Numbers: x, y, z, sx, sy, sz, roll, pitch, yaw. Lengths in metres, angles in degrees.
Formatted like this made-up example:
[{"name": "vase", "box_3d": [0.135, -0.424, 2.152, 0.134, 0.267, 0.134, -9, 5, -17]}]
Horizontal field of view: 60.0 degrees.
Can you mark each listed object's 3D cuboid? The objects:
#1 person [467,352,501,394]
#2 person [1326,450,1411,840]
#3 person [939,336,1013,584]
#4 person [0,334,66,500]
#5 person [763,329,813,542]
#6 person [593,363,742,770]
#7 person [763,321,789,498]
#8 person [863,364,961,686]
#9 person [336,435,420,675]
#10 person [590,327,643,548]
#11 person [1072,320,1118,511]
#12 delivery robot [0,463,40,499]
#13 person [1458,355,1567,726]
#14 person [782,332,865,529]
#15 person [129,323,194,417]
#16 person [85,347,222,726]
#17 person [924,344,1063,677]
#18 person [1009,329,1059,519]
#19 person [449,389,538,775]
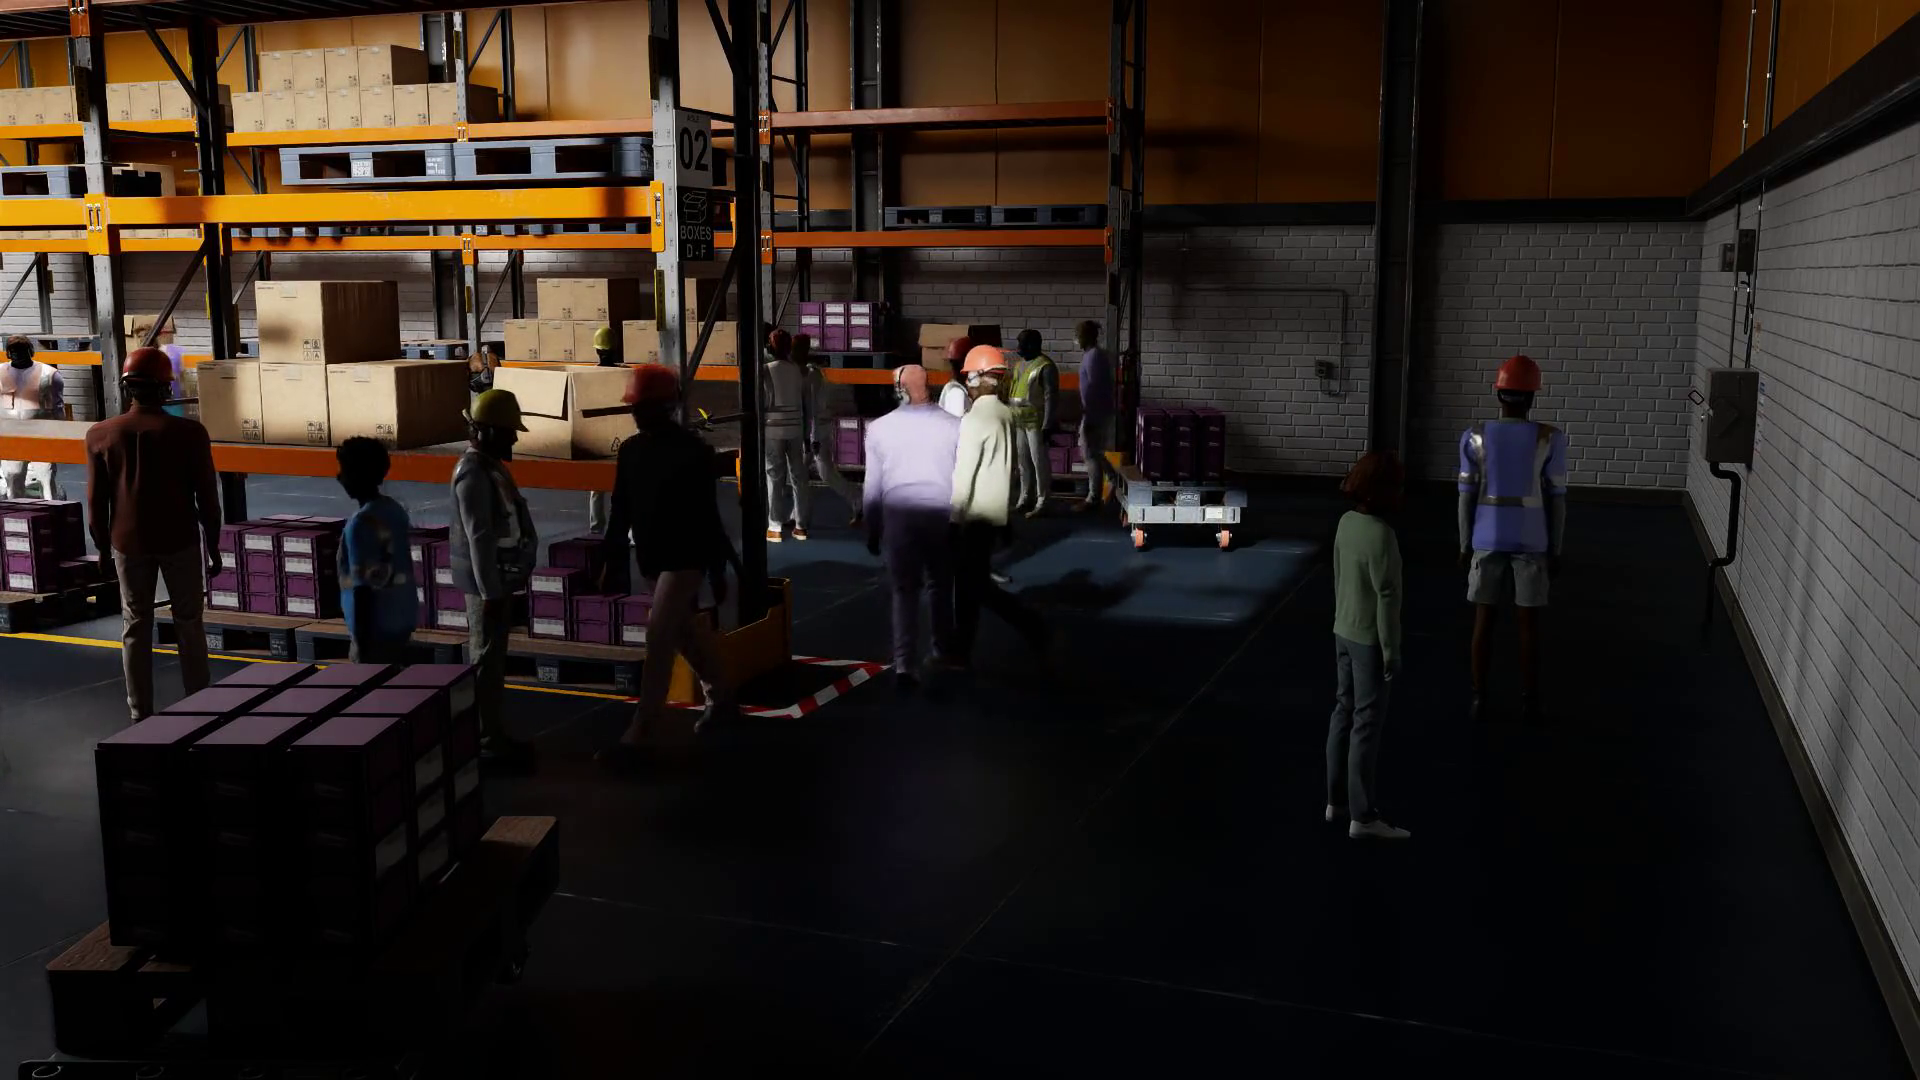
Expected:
[{"name": "person", "box_3d": [-3.230, -0.381, 11.513, 0.429, 1.836, 0.625, -2, 9, -11]}, {"name": "person", "box_3d": [1.719, 0.436, 7.002, 0.289, 1.632, 0.497, -2, 9, -10]}, {"name": "person", "box_3d": [-0.075, -0.585, 12.575, 0.889, 1.909, 0.555, 0, 9, 2]}, {"name": "person", "box_3d": [-8.286, -0.906, 14.770, 0.628, 1.843, 0.429, -3, 10, -21]}, {"name": "person", "box_3d": [-1.576, -0.920, 14.731, 0.575, 1.881, 0.356, -5, 10, -27]}, {"name": "person", "box_3d": [-1.426, 0.089, 8.222, 0.626, 1.950, 1.035, 7, 12, 39]}, {"name": "person", "box_3d": [-2.049, -1.376, 17.639, 0.535, 1.868, 0.309, -4, 10, -22]}, {"name": "person", "box_3d": [-0.232, -0.097, 9.689, 0.677, 1.854, 0.977, 0, 9, 2]}, {"name": "person", "box_3d": [-2.462, 0.382, 7.181, 0.469, 1.673, 0.549, 0, 9, 1]}, {"name": "person", "box_3d": [-3.010, -0.867, 14.305, 0.581, 1.919, 0.393, -3, 10, -20]}, {"name": "person", "box_3d": [1.367, -1.233, 16.585, 0.488, 1.918, 0.667, 1, 9, 7]}, {"name": "delivery robot", "box_3d": [-9.361, -0.601, 16.588, 0.707, 0.478, 0.477, 6, 11, 31]}, {"name": "person", "box_3d": [2.891, 0.006, 8.741, 0.542, 1.939, 0.363, 4, 10, 24]}, {"name": "person", "box_3d": [-1.244, -0.998, 15.379, 0.887, 1.851, 0.593, -2, 9, -13]}, {"name": "person", "box_3d": [-9.145, -1.564, 18.994, 0.710, 1.818, 0.391, -4, 10, -25]}, {"name": "person", "box_3d": [-4.111, 0.011, 8.536, 0.623, 1.992, 0.396, -2, 9, -12]}, {"name": "person", "box_3d": [0.187, -0.153, 9.674, 0.860, 1.959, 0.616, 4, 10, 21]}, {"name": "person", "box_3d": [0.689, -1.125, 16.156, 0.429, 1.839, 0.633, -5, 10, -30]}, {"name": "person", "box_3d": [-2.211, 0.195, 7.921, 0.403, 1.823, 0.586, -2, 9, -13]}]
